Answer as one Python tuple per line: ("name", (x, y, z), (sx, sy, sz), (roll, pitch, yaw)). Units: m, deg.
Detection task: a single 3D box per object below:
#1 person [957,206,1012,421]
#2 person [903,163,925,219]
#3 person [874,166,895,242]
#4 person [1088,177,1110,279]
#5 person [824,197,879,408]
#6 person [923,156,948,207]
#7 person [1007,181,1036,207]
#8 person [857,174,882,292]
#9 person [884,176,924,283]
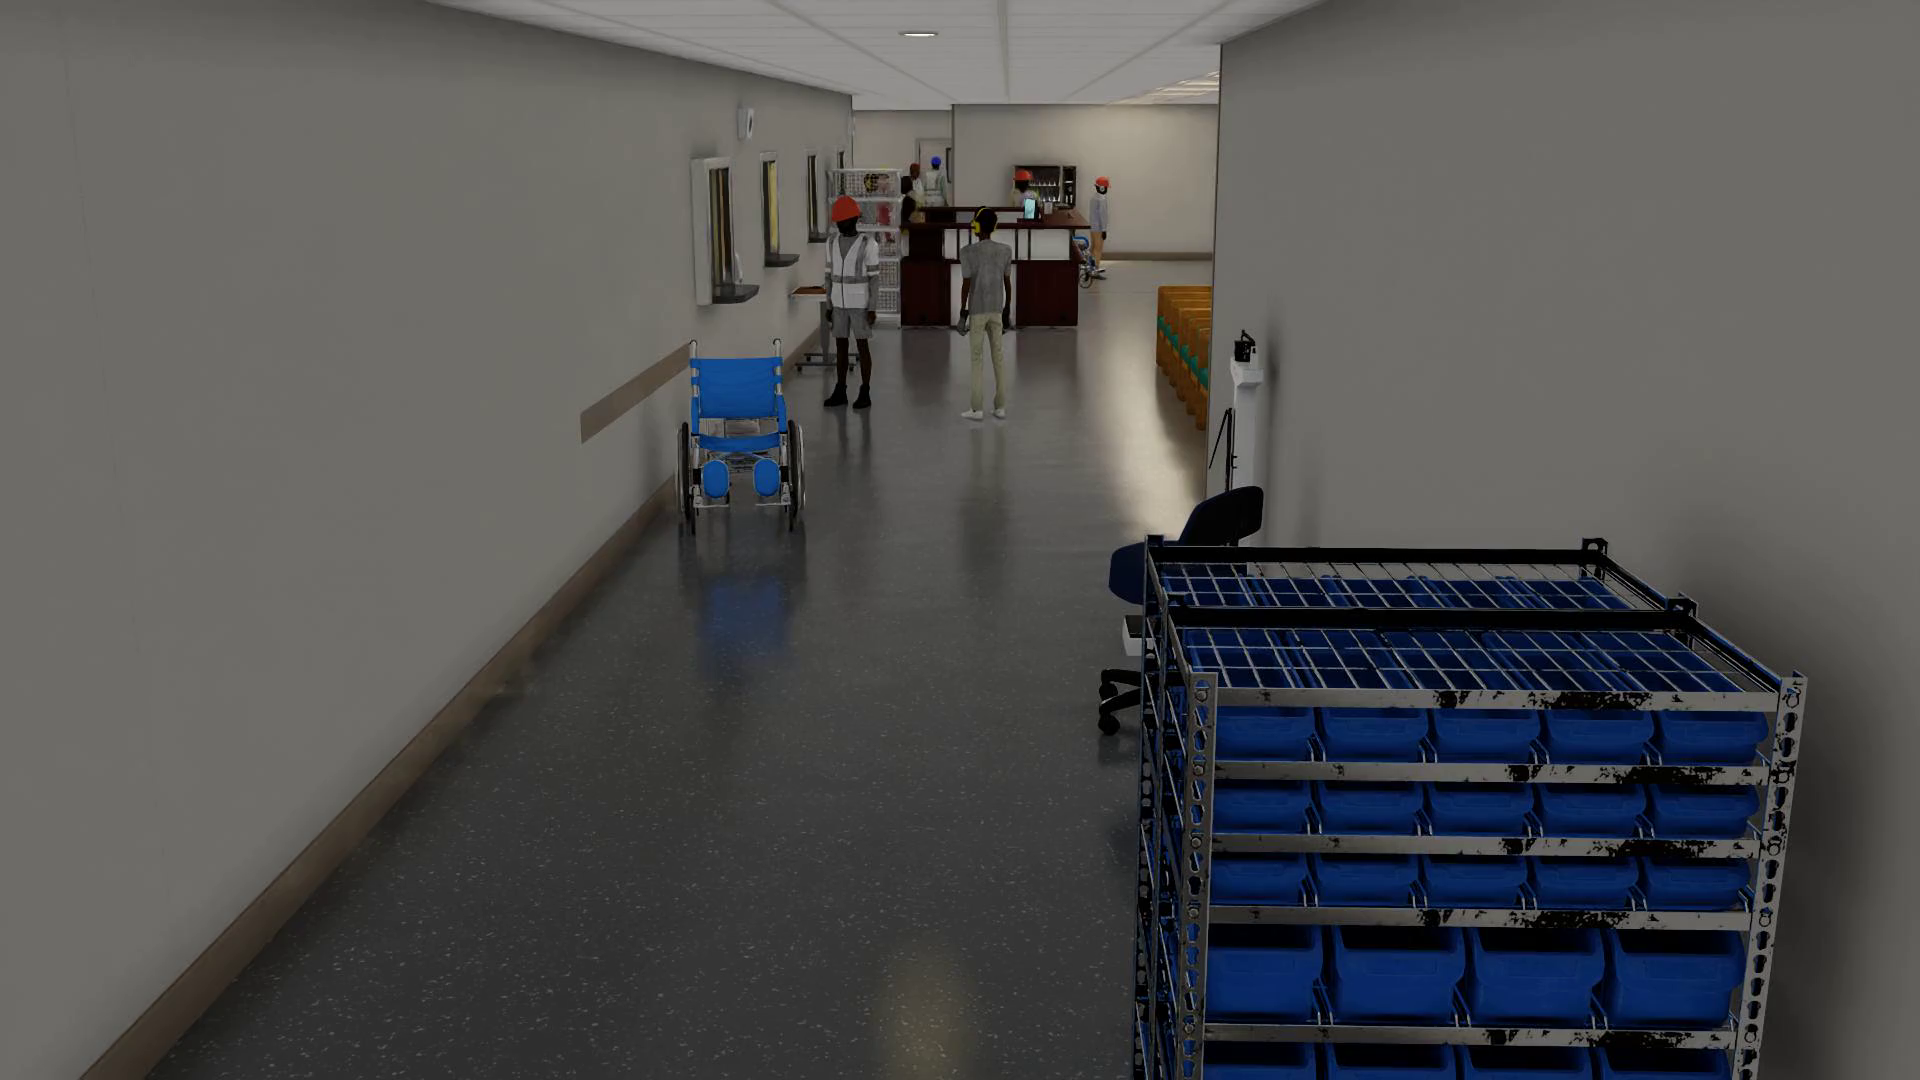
("person", (0.214, -1.986, 14.632), (0.514, 1.876, 0.328), (-6, 15, -24))
("person", (-0.929, -6.637, 33.516), (0.341, 1.878, 0.577), (12, 18, 41))
("person", (-1.779, -7.582, 37.630), (0.795, 1.737, 0.523), (-7, 15, -25))
("person", (2.403, -5.355, 28.578), (0.369, 1.741, 0.562), (-3, 14, -12))
("person", (-1.010, -2.167, 15.260), (0.546, 1.928, 0.385), (7, 16, 27))
("person", (-0.585, -7.853, 38.324), (0.614, 1.928, 0.478), (10, 17, 35))
("person", (1.088, -5.421, 28.664), (0.601, 1.827, 0.403), (-8, 16, -31))
("person", (-1.437, -4.827, 26.214), (0.363, 1.855, 0.538), (6, 15, 24))
("person", (-0.880, -4.911, 26.647), (0.873, 1.794, 0.657), (1, 14, 3))
